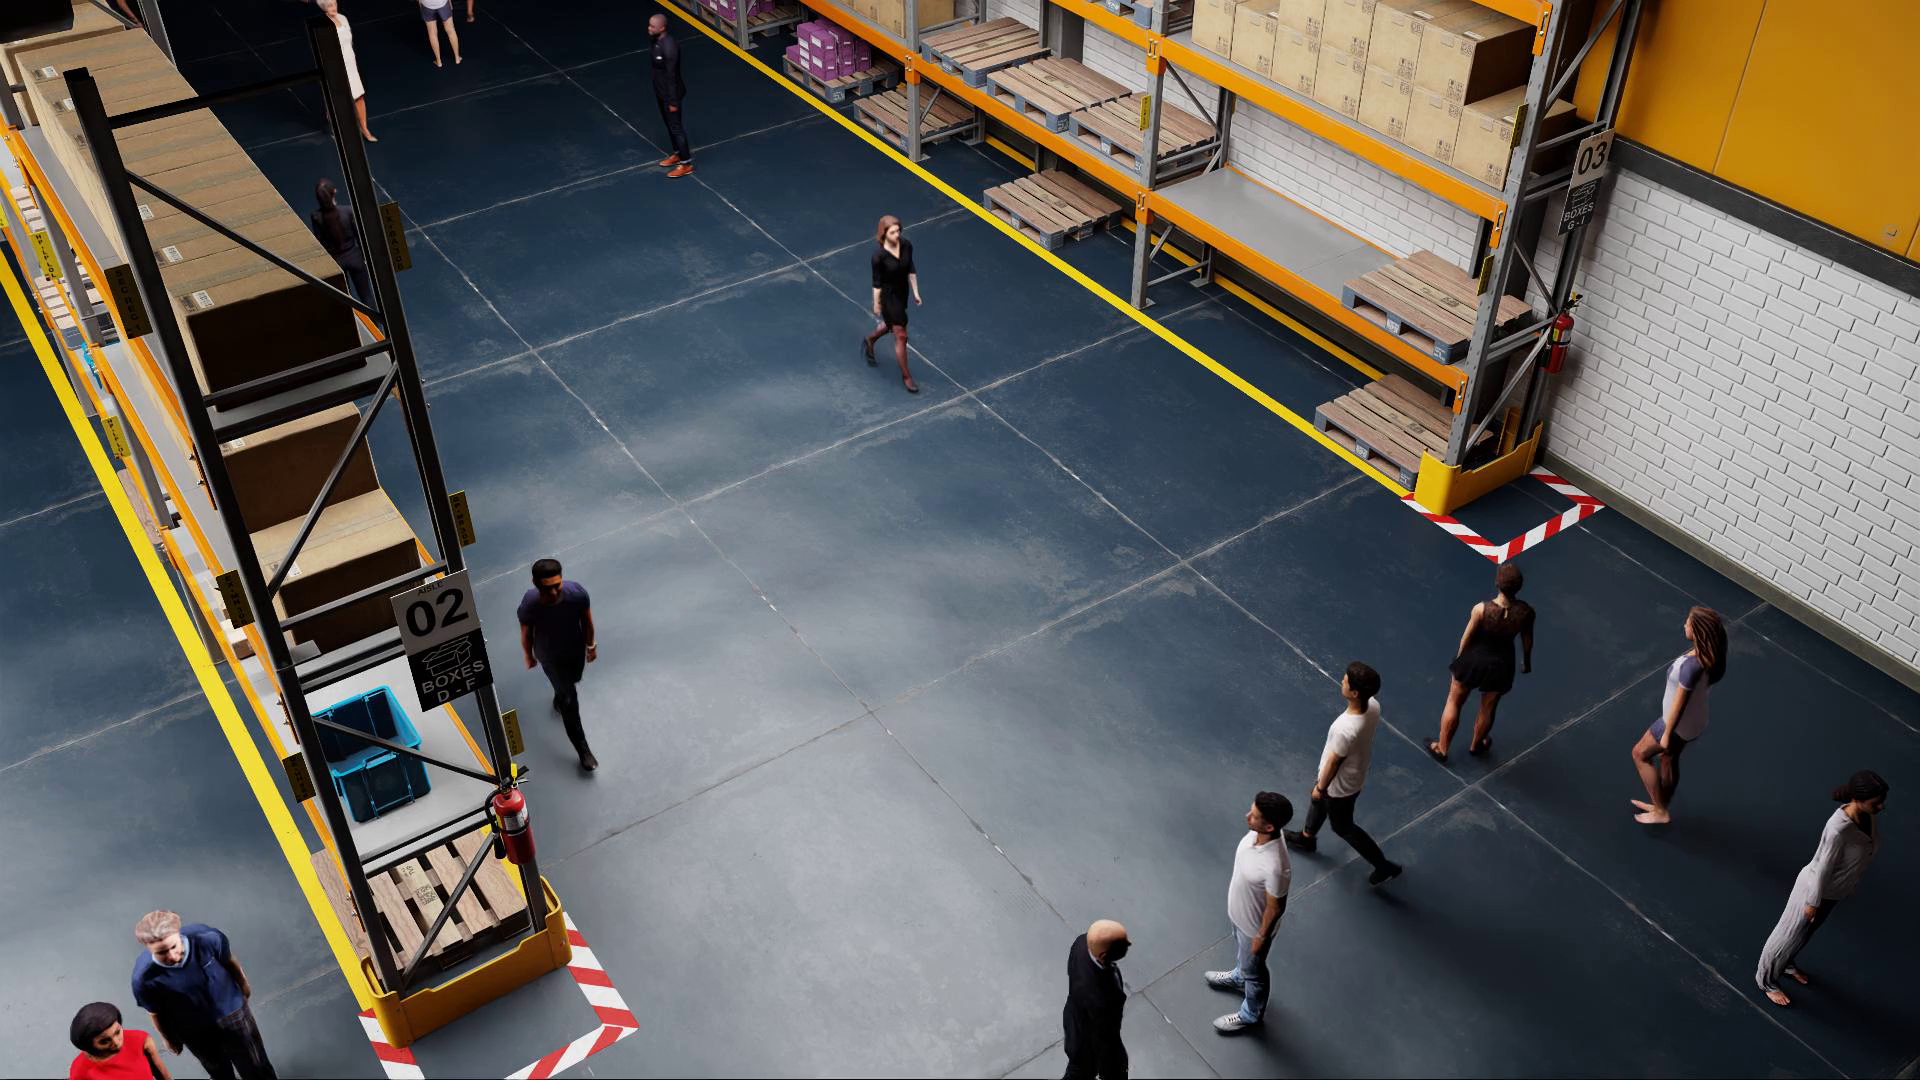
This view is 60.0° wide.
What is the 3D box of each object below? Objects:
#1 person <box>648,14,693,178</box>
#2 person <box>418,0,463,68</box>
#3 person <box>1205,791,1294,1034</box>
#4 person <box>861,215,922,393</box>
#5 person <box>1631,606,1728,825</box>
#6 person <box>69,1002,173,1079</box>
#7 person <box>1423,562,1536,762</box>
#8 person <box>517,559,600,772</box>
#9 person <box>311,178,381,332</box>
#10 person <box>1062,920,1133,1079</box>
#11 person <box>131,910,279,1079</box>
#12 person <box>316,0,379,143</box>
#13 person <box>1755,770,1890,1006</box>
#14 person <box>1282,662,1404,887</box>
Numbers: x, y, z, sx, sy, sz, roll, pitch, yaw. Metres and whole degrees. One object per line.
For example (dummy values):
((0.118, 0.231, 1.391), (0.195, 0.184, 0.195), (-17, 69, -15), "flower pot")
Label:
((-3.205, -4.933, 18.373), (0.787, 1.817, 0.585), (-17, 42, -20), "person")
((-6.579, -6.731, 20.826), (0.615, 1.565, 0.599), (-13, 41, -16), "person")
((1.692, 2.109, 9.518), (0.811, 1.864, 0.697), (-1, 39, -1), "person")
((-0.650, -2.195, 15.062), (1.088, 1.671, 0.730), (30, 47, 32), "person")
((4.744, 1.220, 10.760), (0.655, 1.702, 0.674), (31, 48, 33), "person")
((-4.270, 2.959, 8.584), (0.619, 1.700, 1.033), (-28, 46, -30), "person")
((3.560, 0.832, 11.262), (0.811, 1.682, 0.865), (13, 40, 15), "person")
((-2.747, 0.709, 11.373), (0.726, 1.737, 1.170), (-17, 42, -20), "person")
((-5.731, -2.577, 15.508), (0.621, 1.711, 0.551), (-14, 41, -17), "person")
((0.622, 2.659, 8.896), (1.166, 1.781, 1.251), (-2, 39, -3), "person")
((-4.101, 2.522, 9.029), (0.671, 1.829, 0.928), (-26, 45, -29), "person")
((-7.114, -5.404, 19.024), (1.022, 1.741, 0.857), (19, 42, 22), "person")
((5.041, 2.006, 9.718), (0.594, 1.774, 0.550), (-27, 46, -29), "person")
((2.478, 1.503, 10.417), (1.164, 1.688, 0.936), (18, 42, 22), "person")
